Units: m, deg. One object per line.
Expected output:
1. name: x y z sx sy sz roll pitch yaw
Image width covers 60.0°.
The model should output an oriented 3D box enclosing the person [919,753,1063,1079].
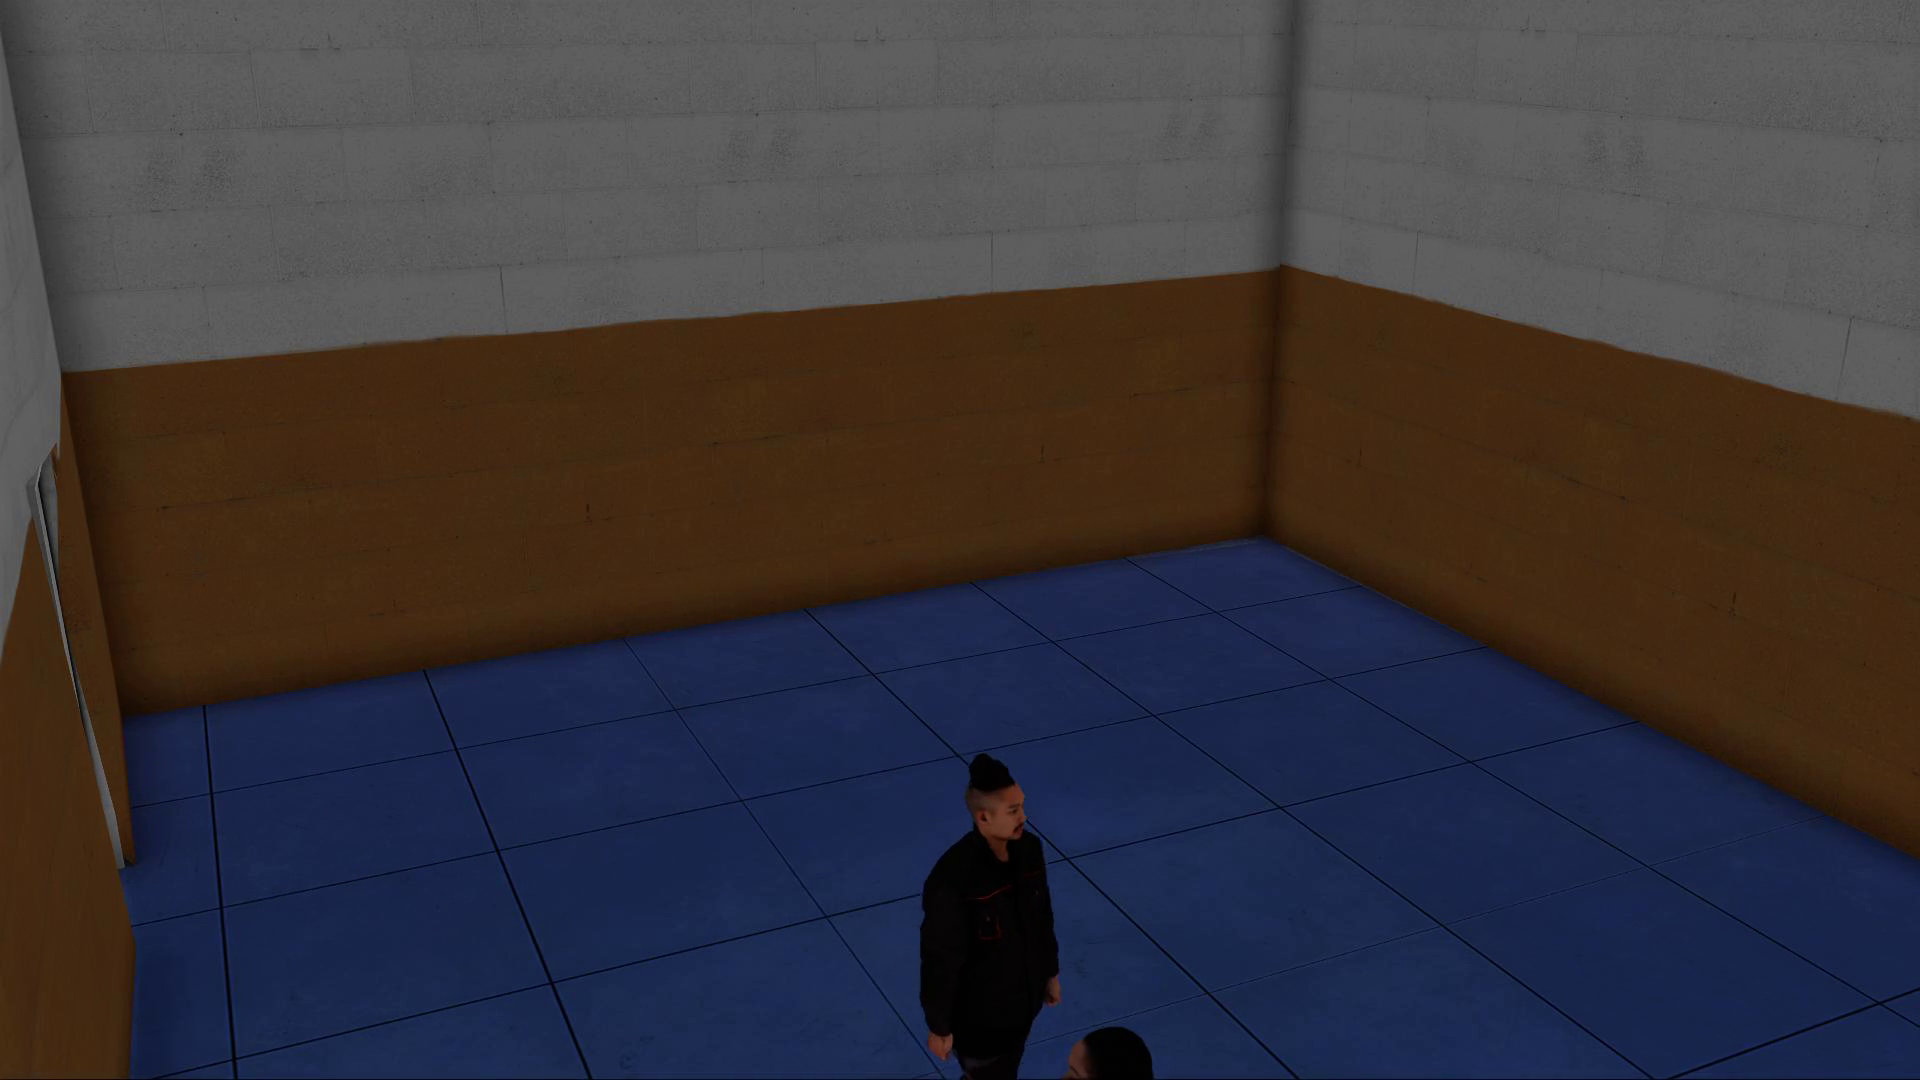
1. person: 0.060 1.588 5.893 1.103 1.841 1.090 13 22 33

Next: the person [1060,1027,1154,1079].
1. person: 0.370 2.096 4.435 0.623 1.834 0.653 -2 19 -6
